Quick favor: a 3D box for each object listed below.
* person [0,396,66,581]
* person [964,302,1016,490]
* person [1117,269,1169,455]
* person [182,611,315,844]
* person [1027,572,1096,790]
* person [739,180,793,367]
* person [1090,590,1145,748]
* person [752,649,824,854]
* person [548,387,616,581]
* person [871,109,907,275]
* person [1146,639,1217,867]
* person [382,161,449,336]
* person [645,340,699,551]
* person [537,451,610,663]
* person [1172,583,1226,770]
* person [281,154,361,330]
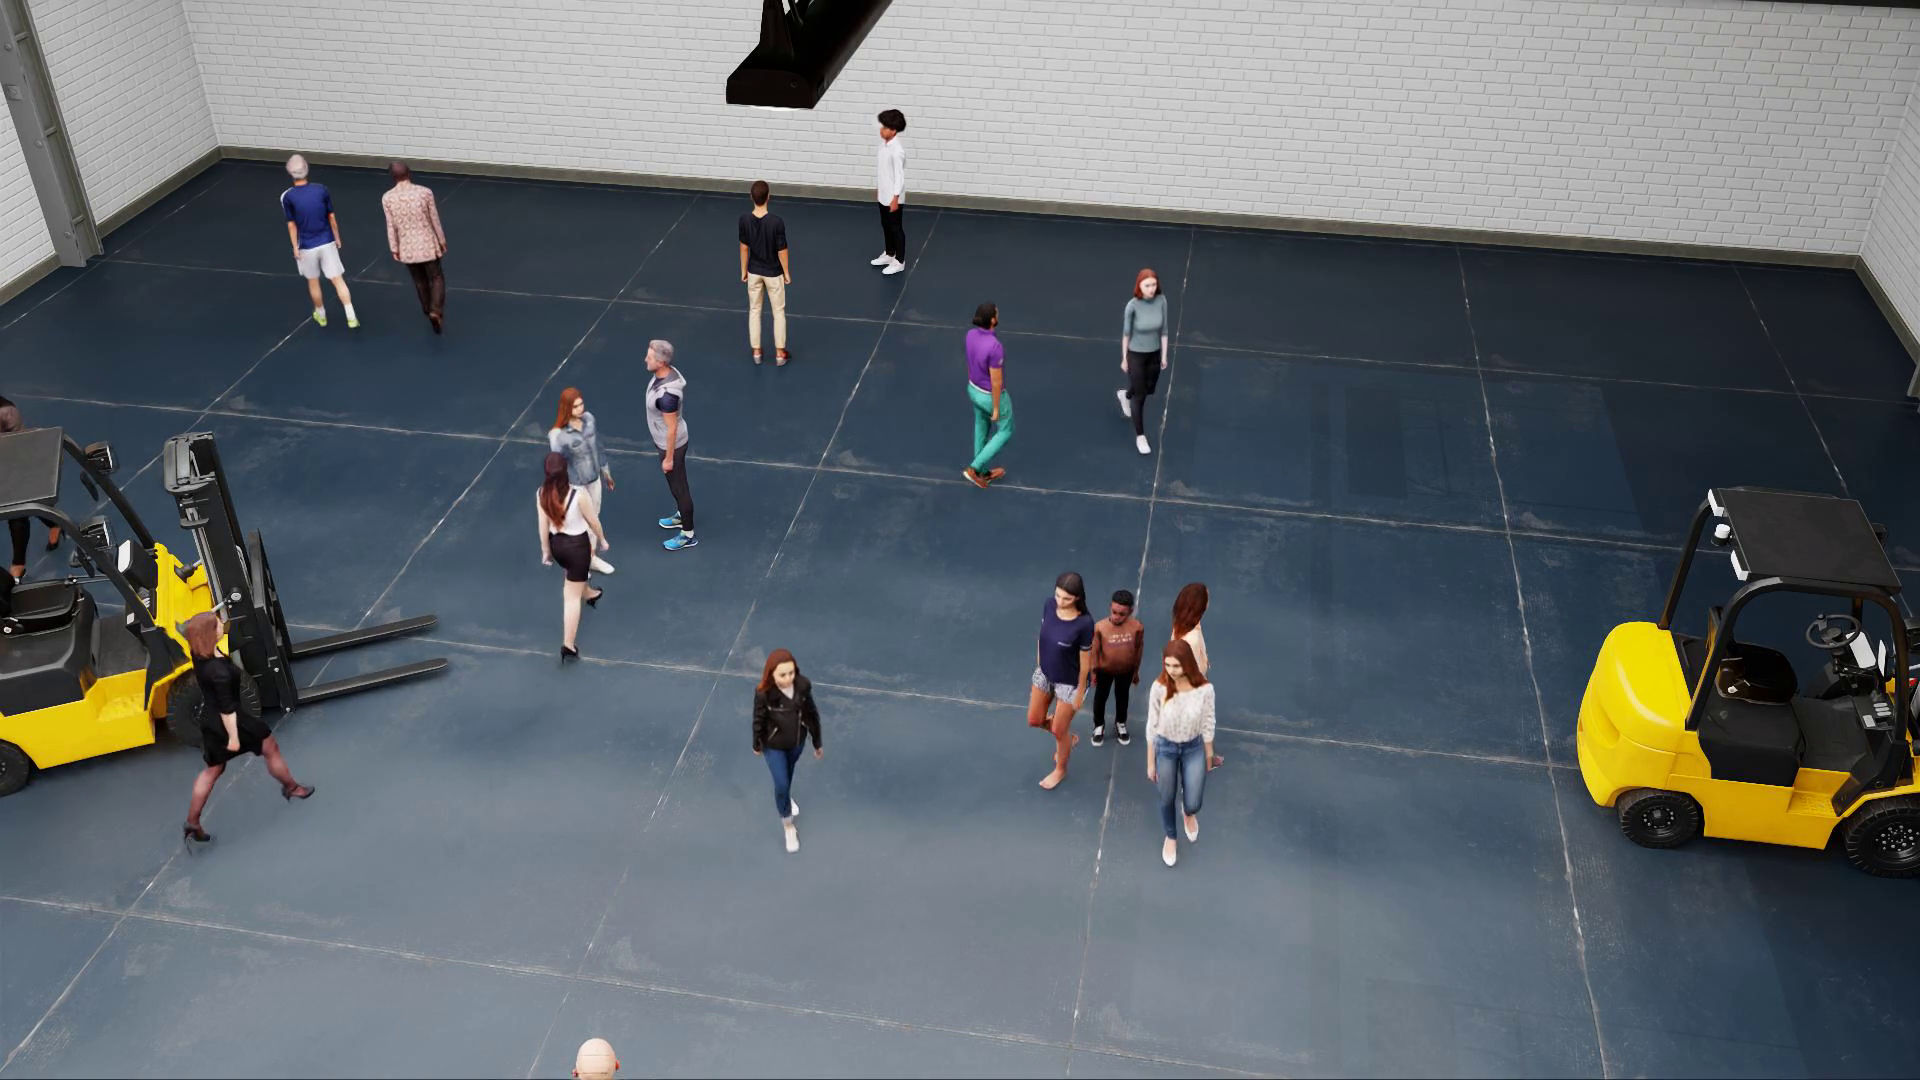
[{"bbox_3d":[-7.495,-0.600,13.227,0.755,1.798,1.154,10,35,15],"label":"person"},{"bbox_3d":[0.168,-1.195,14.161,0.921,1.756,0.849,-26,41,-33],"label":"person"},{"bbox_3d":[1.614,-1.657,14.881,0.886,1.729,1.051,-12,35,-17],"label":"person"},{"bbox_3d":[-4.754,1.232,10.598,0.988,1.657,1.176,27,42,34],"label":"person"},{"bbox_3d":[0.739,0.893,11.026,0.799,1.749,0.743,-28,43,-35],"label":"person"},{"bbox_3d":[-1.891,-2.594,16.180,0.629,1.851,0.538,6,34,9],"label":"person"},{"bbox_3d":[1.081,0.868,11.511,0.560,1.253,0.529,-2,34,-3],"label":"person"},{"bbox_3d":[-1.167,1.237,10.775,0.835,1.454,0.911,-20,38,-27],"label":"person"},{"bbox_3d":[-3.040,-0.467,13.125,0.761,1.690,0.643,18,37,24],"label":"person"},{"bbox_3d":[-0.750,-3.785,18.008,0.796,1.811,0.718,-17,37,-23],"label":"person"},{"bbox_3d":[1.367,1.276,10.479,0.586,1.716,0.655,3,34,4],"label":"person"},{"bbox_3d":[-5.437,-2.894,16.701,0.880,1.773,1.080,-4,34,-5],"label":"person"},{"bbox_3d":[-2.336,-0.798,13.497,0.829,1.829,0.666,-8,34,-11],"label":"person"},{"bbox_3d":[-2.898,0.155,12.276,0.585,1.595,1.090,5,34,8],"label":"person"},{"bbox_3d":[1.482,0.927,11.233,0.744,1.463,0.703,-3,34,-5],"label":"person"},{"bbox_3d":[-6.470,-2.962,16.758,0.975,1.824,1.039,-20,39,-28],"label":"person"}]
